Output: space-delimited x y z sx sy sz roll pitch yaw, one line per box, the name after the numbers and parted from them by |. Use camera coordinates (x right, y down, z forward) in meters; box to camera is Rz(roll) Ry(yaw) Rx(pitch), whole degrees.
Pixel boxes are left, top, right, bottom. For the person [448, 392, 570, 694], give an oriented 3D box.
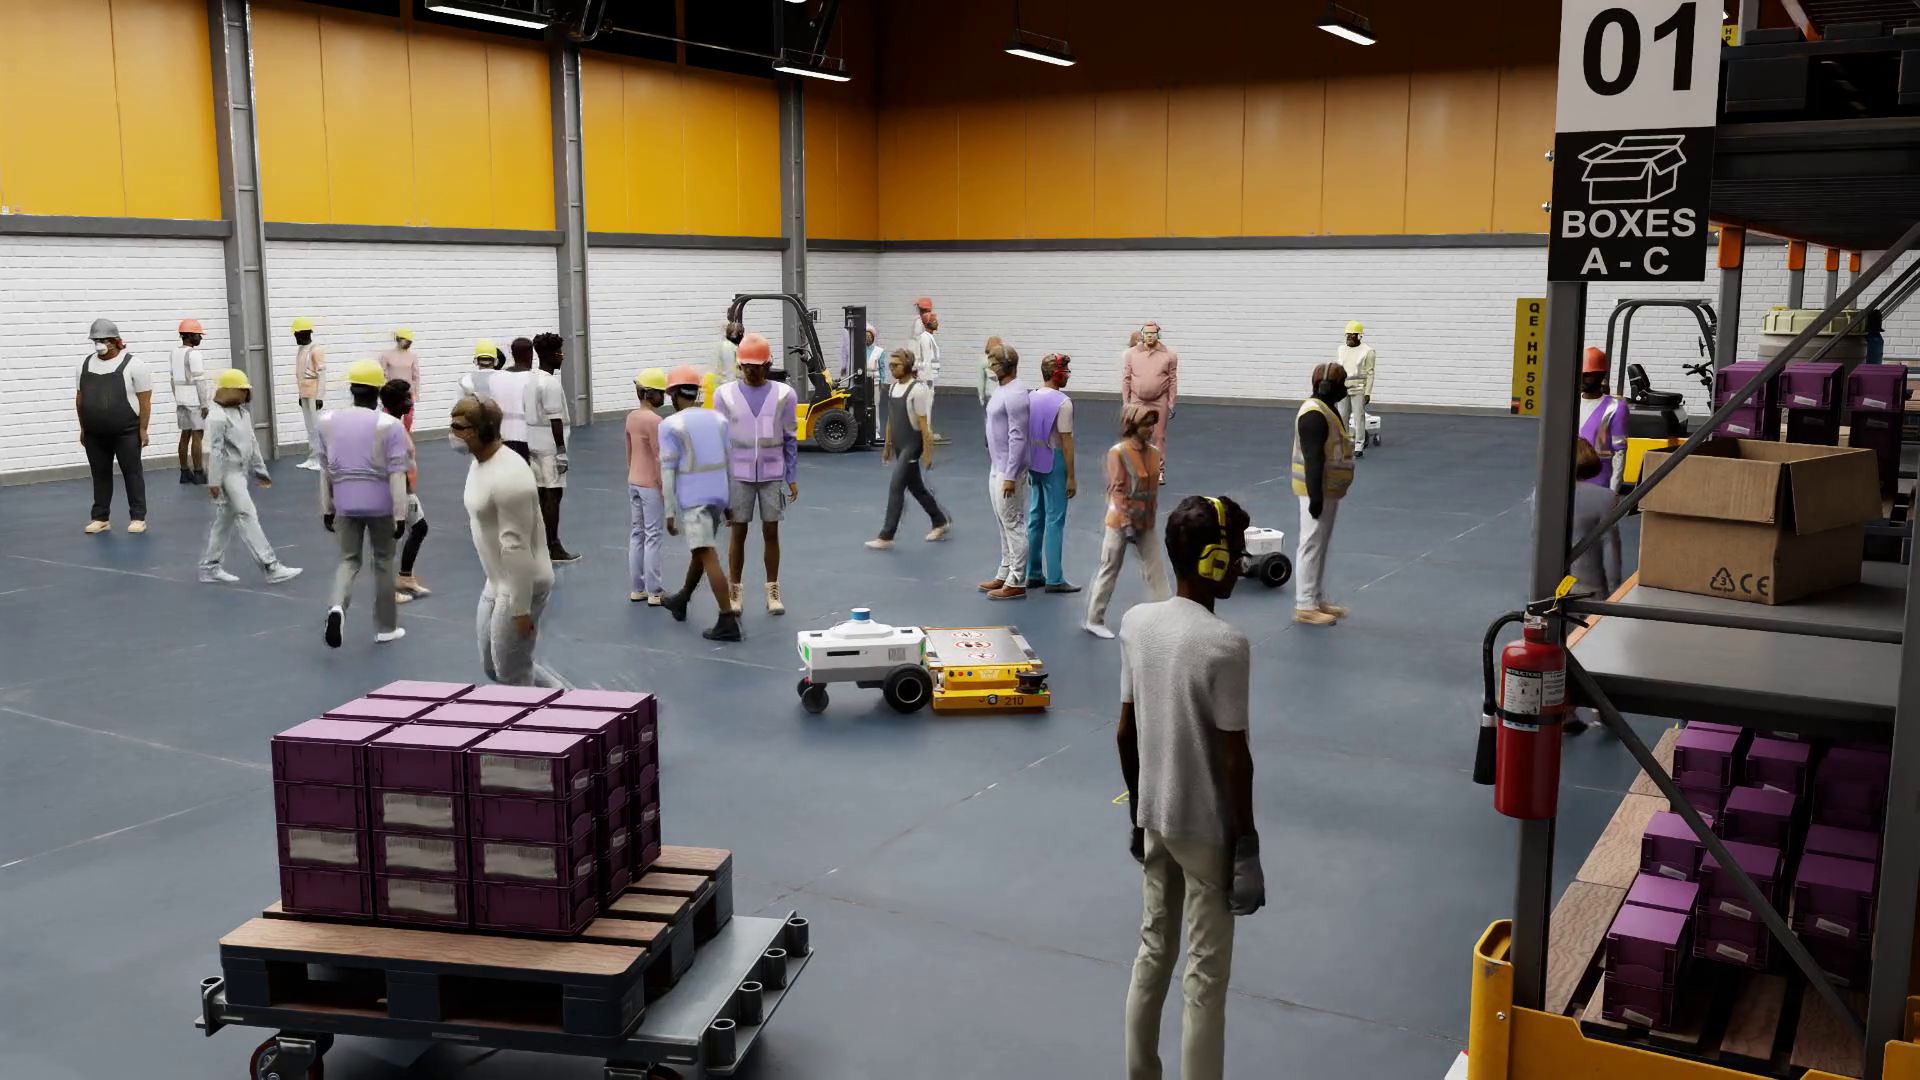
-2.071 0.245 7.885 0.620 1.915 0.647 -5 10 -29 | person

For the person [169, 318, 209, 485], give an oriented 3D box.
-8.961 -1.616 19.436 0.550 1.933 0.370 6 11 32 | person

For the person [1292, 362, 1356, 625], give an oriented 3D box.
2.559 -0.334 11.730 0.429 1.839 0.633 3 10 20 | person

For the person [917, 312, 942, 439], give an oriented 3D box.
-0.451 -2.414 24.579 0.356 1.884 0.573 0 9 -1 | person

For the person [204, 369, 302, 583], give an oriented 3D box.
-5.633 -0.491 13.144 0.887 1.702 0.496 0 9 -2 | person

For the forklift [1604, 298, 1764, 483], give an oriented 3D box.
7.954 -1.589 18.462 2.313 2.155 1.214 5 11 30 | forklift

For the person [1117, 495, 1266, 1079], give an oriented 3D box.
0.643 0.803 4.566 0.326 1.865 0.519 -6 11 -34 | person

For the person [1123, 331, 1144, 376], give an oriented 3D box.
2.615 -2.294 24.672 0.510 1.613 0.591 -4 10 -25 | person

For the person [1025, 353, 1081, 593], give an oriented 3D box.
0.678 -0.514 12.837 0.374 1.843 0.569 -6 11 -33 | person

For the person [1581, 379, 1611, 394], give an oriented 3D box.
5.029 -0.494 13.354 0.512 1.640 0.311 -2 9 -13 | person

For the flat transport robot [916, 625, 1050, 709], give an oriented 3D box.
0.100 0.735 9.941 0.652 0.197 1.431 -1 9 -7 | flat transport robot

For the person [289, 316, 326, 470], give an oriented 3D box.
-8.152 -1.834 20.830 0.386 1.922 0.594 -9 13 -43 | person

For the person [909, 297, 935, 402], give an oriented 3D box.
-0.709 -3.551 31.287 0.640 2.007 0.658 1 9 7 | person

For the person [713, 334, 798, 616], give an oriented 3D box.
-1.455 -0.459 11.918 0.609 2.030 0.410 -2 9 -9 | person

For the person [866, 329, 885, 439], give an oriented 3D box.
-1.368 -2.316 24.714 0.514 1.645 0.308 0 9 -3 | person

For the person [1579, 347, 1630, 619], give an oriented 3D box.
4.455 -0.405 11.862 0.361 1.940 0.543 -8 12 -41 | person

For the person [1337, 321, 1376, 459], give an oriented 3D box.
5.204 -1.992 22.102 0.586 1.833 0.403 9 13 44 | person

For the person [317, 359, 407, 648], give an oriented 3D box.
-3.911 -0.226 10.858 0.598 1.904 0.687 0 9 2 | person

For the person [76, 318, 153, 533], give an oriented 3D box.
-8.025 -1.074 15.724 0.678 2.000 0.536 0 9 -1 | person

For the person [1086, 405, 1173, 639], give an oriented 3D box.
1.169 -0.093 10.993 0.526 1.590 0.855 -8 12 -40 | person

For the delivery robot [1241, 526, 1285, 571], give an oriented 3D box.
2.180 0.039 13.107 0.707 0.478 0.477 -2 9 -15 | delivery robot

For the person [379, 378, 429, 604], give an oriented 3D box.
-4.138 -0.352 12.337 0.503 1.681 0.536 -2 9 -14 | person

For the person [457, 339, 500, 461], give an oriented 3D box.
-4.503 -1.004 15.929 0.588 1.835 0.404 -3 10 -20 | person

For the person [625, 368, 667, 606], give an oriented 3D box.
-2.284 -0.390 12.340 0.328 1.759 0.523 -7 11 -37 | person

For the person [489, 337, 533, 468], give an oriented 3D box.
-3.984 -0.871 14.914 0.602 1.896 0.656 3 9 15 | person

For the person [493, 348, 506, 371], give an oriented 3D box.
-4.786 -1.142 17.224 0.535 1.697 0.318 0 9 3 | person

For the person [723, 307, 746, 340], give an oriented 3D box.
-3.945 -3.123 29.000 0.346 1.883 0.584 -7 12 -39 | person

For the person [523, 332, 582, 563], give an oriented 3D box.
-3.490 -0.785 14.150 0.361 1.964 0.613 -6 11 -35 | person

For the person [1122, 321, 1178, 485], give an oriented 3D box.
2.198 -1.588 19.348 0.636 1.911 0.406 2 9 9 | person

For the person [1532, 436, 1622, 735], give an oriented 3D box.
3.305 0.233 8.919 0.474 1.603 0.534 -9 13 -44 | person

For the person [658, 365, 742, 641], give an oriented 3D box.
-1.804 -0.274 11.396 0.555 1.831 1.136 -9 13 -44 | person

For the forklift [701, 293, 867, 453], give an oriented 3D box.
-2.458 -2.344 23.176 2.313 2.155 1.214 0 9 -2 | forklift

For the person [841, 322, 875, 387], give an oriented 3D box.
-1.740 -2.983 28.186 0.679 1.901 0.400 7 11 36 | person

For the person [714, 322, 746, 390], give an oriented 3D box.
-3.001 -1.949 21.851 0.432 1.824 0.654 0 9 -1 | person

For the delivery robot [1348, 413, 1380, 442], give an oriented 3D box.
5.647 -1.634 23.554 0.477 0.478 0.707 9 13 43 | delivery robot

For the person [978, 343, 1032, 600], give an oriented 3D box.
0.352 -0.516 12.563 0.367 1.938 0.629 -1 9 -8 | person

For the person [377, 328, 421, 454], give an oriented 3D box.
-7.655 -1.997 22.525 0.710 1.713 0.331 -6 11 -34 | person

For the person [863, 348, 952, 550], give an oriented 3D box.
-0.438 -0.833 14.992 0.961 1.806 0.530 -6 11 -31 | person

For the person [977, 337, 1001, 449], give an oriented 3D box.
0.482 -2.000 22.912 0.499 1.586 0.852 0 9 -1 | person

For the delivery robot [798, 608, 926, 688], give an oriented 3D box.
-0.560 0.630 9.423 0.707 0.478 0.477 -2 9 -11 | delivery robot
